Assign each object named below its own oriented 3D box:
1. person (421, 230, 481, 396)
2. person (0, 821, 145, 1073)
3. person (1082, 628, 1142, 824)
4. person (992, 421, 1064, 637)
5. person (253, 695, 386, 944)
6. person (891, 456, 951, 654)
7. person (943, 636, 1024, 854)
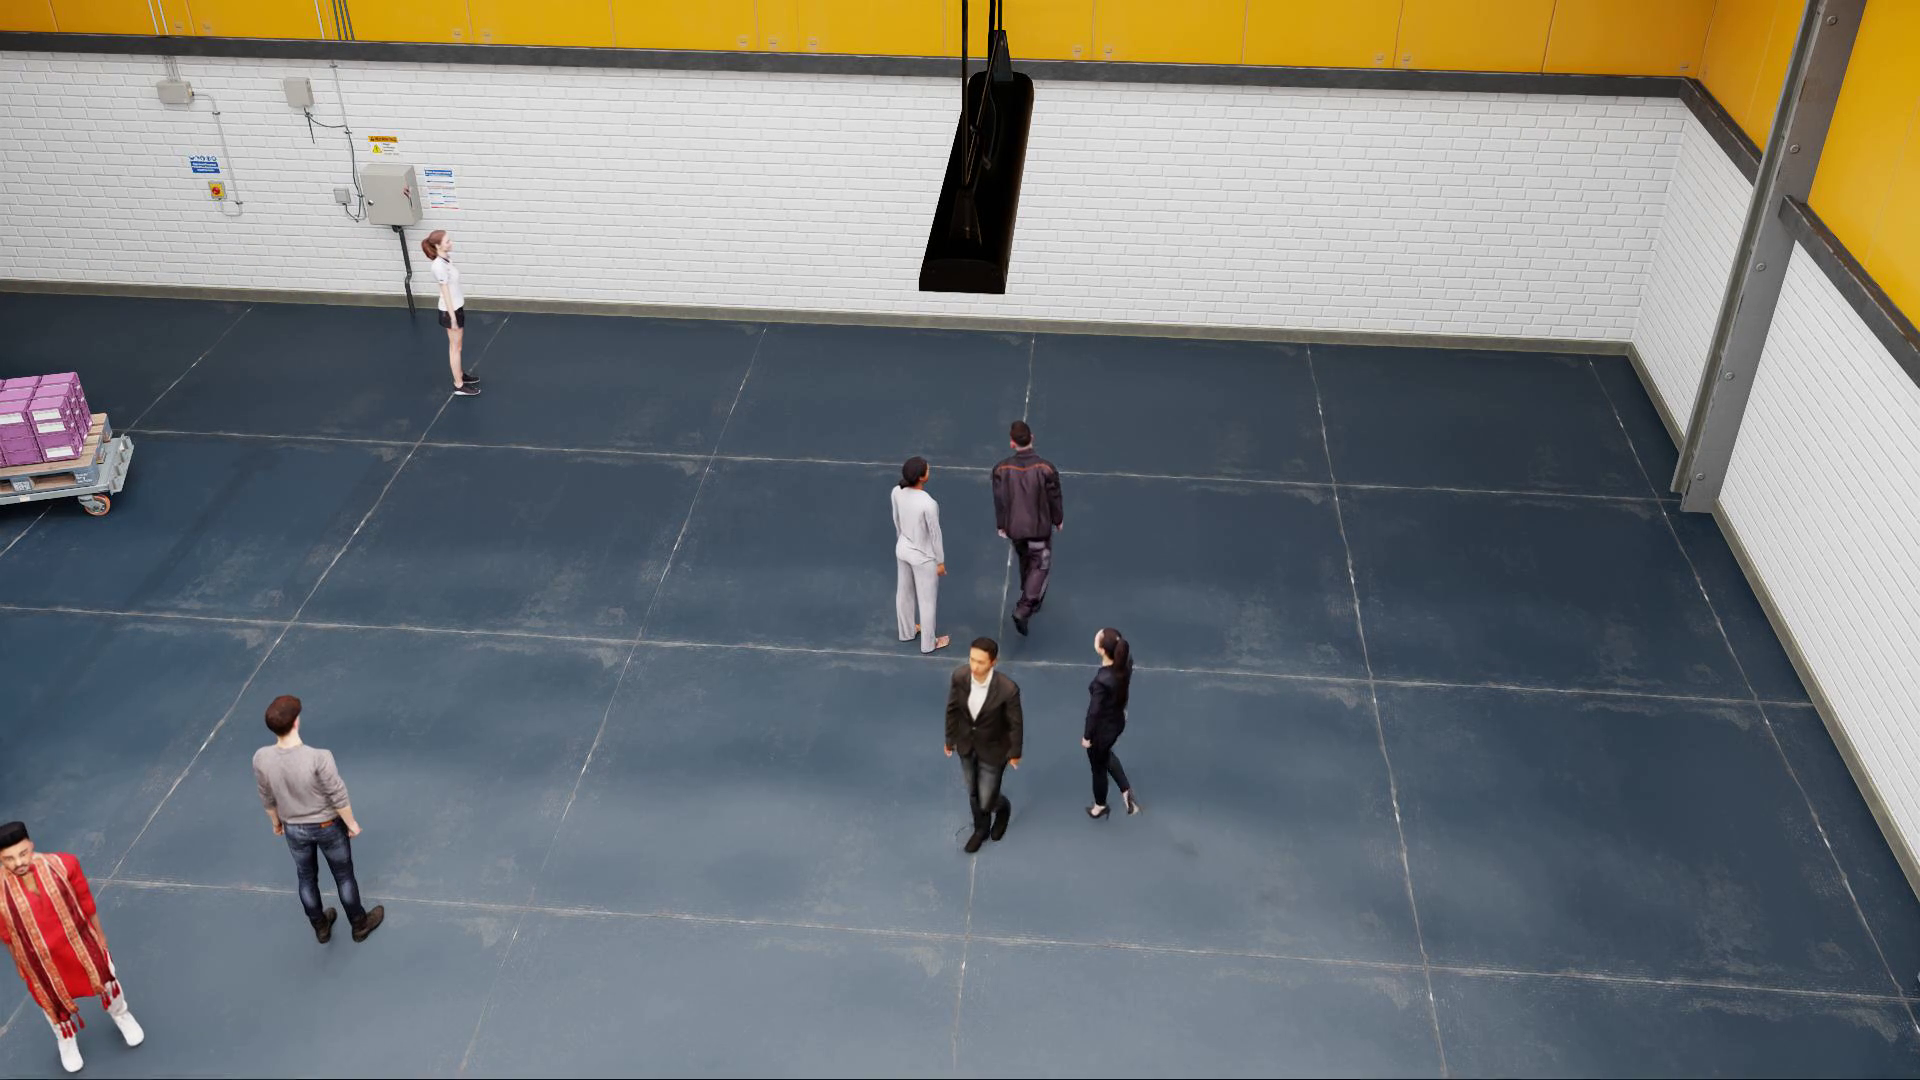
[{"bbox_3d":[-5.179,-2.327,16.930,0.689,1.752,0.581,-6,34,-10],"label":"person"},{"bbox_3d":[-5.331,2.344,9.792,0.779,1.875,0.814,-20,39,-27],"label":"person"},{"bbox_3d":[1.075,1.325,11.477,0.820,1.706,0.774,20,39,28],"label":"person"},{"bbox_3d":[0.540,-0.076,13.483,0.897,1.819,1.158,12,35,17],"label":"person"},{"bbox_3d":[-4.122,1.806,10.576,0.710,1.903,0.566,0,34,1],"label":"person"},{"bbox_3d":[-0.341,0.107,13.282,0.718,1.736,0.752,28,43,35],"label":"person"},{"bbox_3d":[0.208,1.348,11.357,0.825,1.800,0.845,21,39,28],"label":"person"}]
